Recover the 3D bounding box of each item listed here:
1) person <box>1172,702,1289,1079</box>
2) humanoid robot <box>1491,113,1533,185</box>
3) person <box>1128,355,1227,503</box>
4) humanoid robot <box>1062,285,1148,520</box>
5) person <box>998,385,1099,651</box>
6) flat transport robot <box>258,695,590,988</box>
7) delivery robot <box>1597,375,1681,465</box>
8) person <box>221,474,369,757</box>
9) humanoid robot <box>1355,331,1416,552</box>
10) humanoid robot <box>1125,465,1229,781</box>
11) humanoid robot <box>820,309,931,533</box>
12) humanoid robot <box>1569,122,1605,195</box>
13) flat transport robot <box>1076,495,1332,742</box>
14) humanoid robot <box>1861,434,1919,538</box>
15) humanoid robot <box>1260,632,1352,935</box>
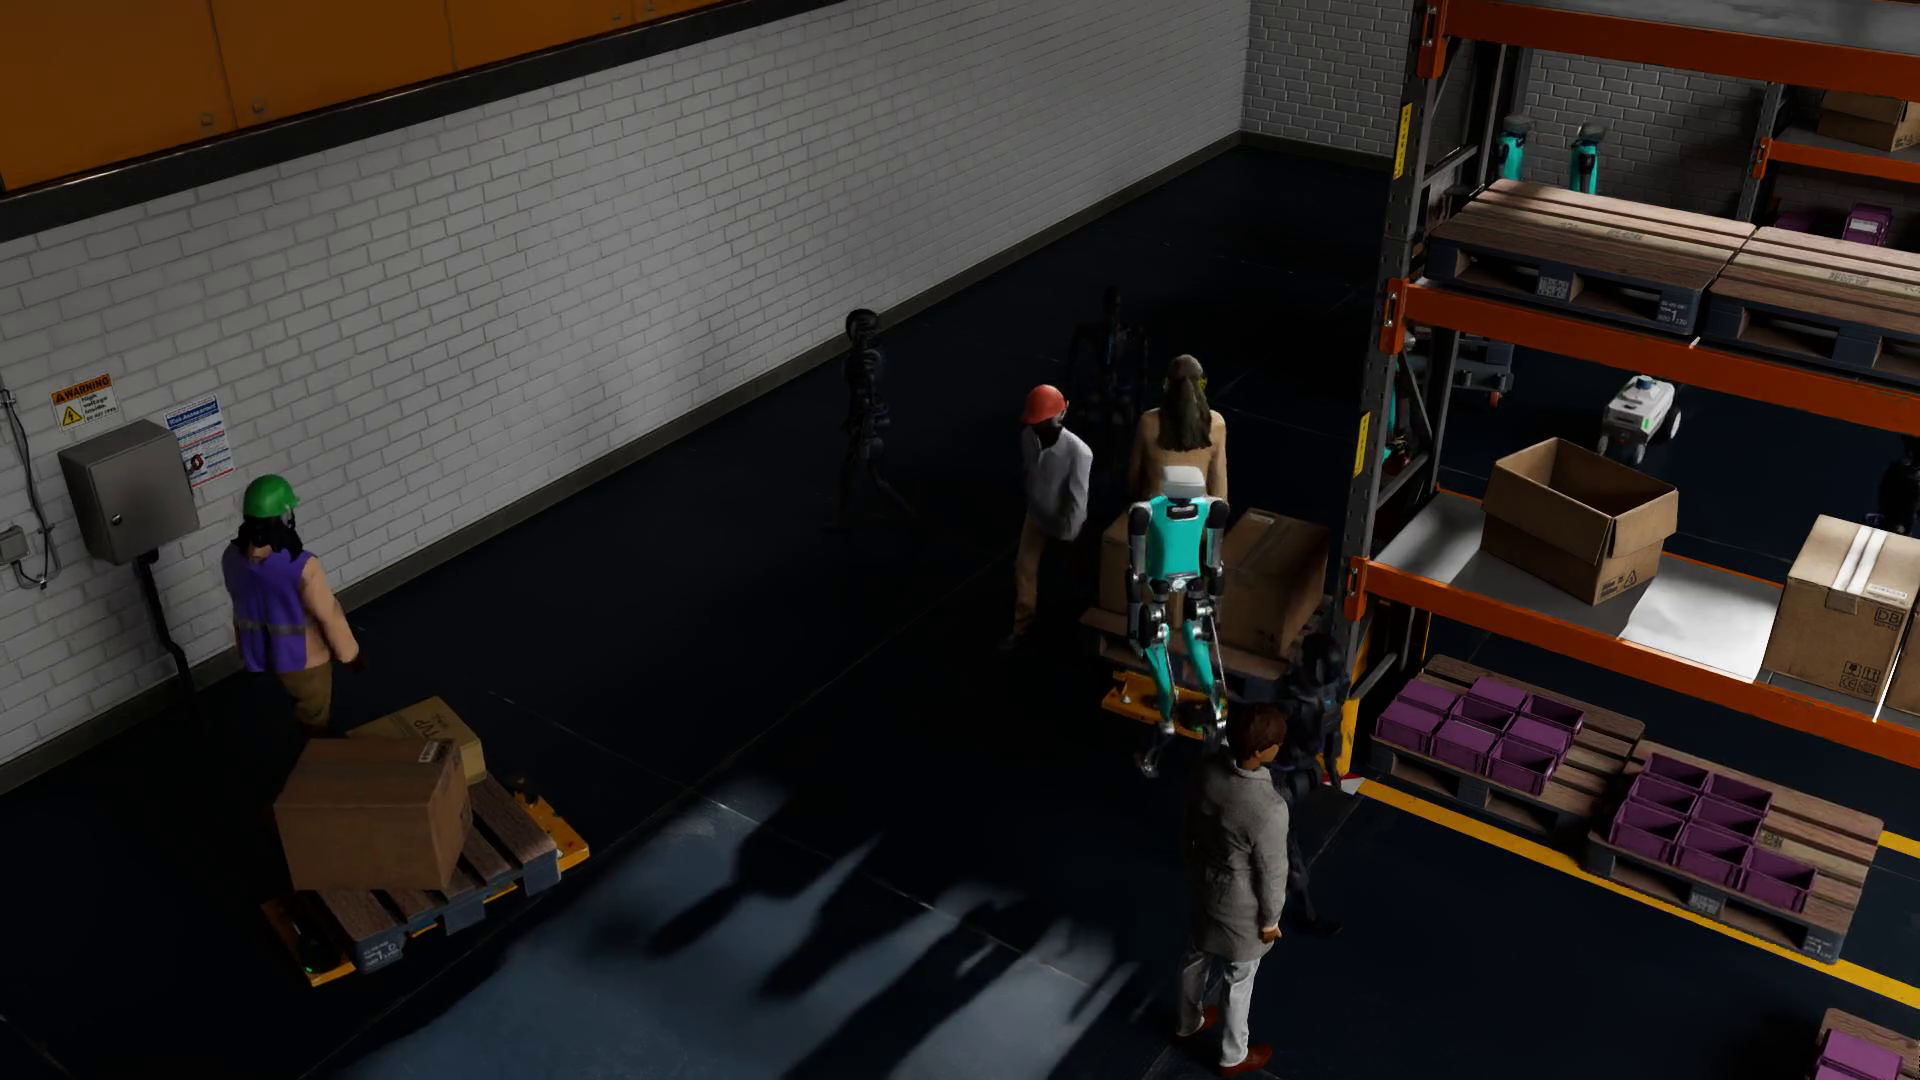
[{"bbox_3d":[1.146,1.459,6.949,0.361,1.827,0.515,-22,37,-34],"label":"person"},{"bbox_3d":[4.936,-2.707,14.328,0.852,1.835,0.554,19,35,30],"label":"humanoid robot"},{"bbox_3d":[1.278,-0.268,9.929,0.559,1.839,0.857,-1,30,-1],"label":"person"},{"bbox_3d":[0.960,-0.951,11.284,0.598,1.645,0.538,2,30,3],"label":"humanoid robot"},{"bbox_3d":[0.608,-0.180,9.916,0.568,1.710,0.820,25,38,36],"label":"person"},{"bbox_3d":[-2.624,1.641,8.192,1.431,0.231,0.659,-23,37,-34],"label":"flat transport robot"},{"bbox_3d":[5.041,-0.946,12.375,0.499,0.575,0.759,20,35,30],"label":"delivery robot"},{"bbox_3d":[-3.328,0.504,8.526,0.581,1.900,0.779,10,31,17],"label":"person"},{"bbox_3d":[2.784,-0.509,10.466,0.671,1.809,0.546,-10,31,-17],"label":"humanoid robot"},{"bbox_3d":[1.158,0.533,8.642,0.530,1.772,0.737,-5,30,-9],"label":"humanoid robot"},{"bbox_3d":[-0.577,-0.753,10.996,0.741,1.657,0.601,-7,31,-12],"label":"humanoid robot"},{"bbox_3d":[5.435,-2.635,14.153,0.710,1.795,0.535,6,31,11],"label":"humanoid robot"},{"bbox_3d":[1.441,0.677,9.865,0.659,0.231,1.431,16,34,26],"label":"flat transport robot"},{"bbox_3d":[5.353,0.076,9.538,0.765,1.627,0.599,8,31,14],"label":"humanoid robot"},{"bbox_3d":[1.542,1.098,7.779,0.586,1.630,0.768,-22,36,-33],"label":"humanoid robot"}]
